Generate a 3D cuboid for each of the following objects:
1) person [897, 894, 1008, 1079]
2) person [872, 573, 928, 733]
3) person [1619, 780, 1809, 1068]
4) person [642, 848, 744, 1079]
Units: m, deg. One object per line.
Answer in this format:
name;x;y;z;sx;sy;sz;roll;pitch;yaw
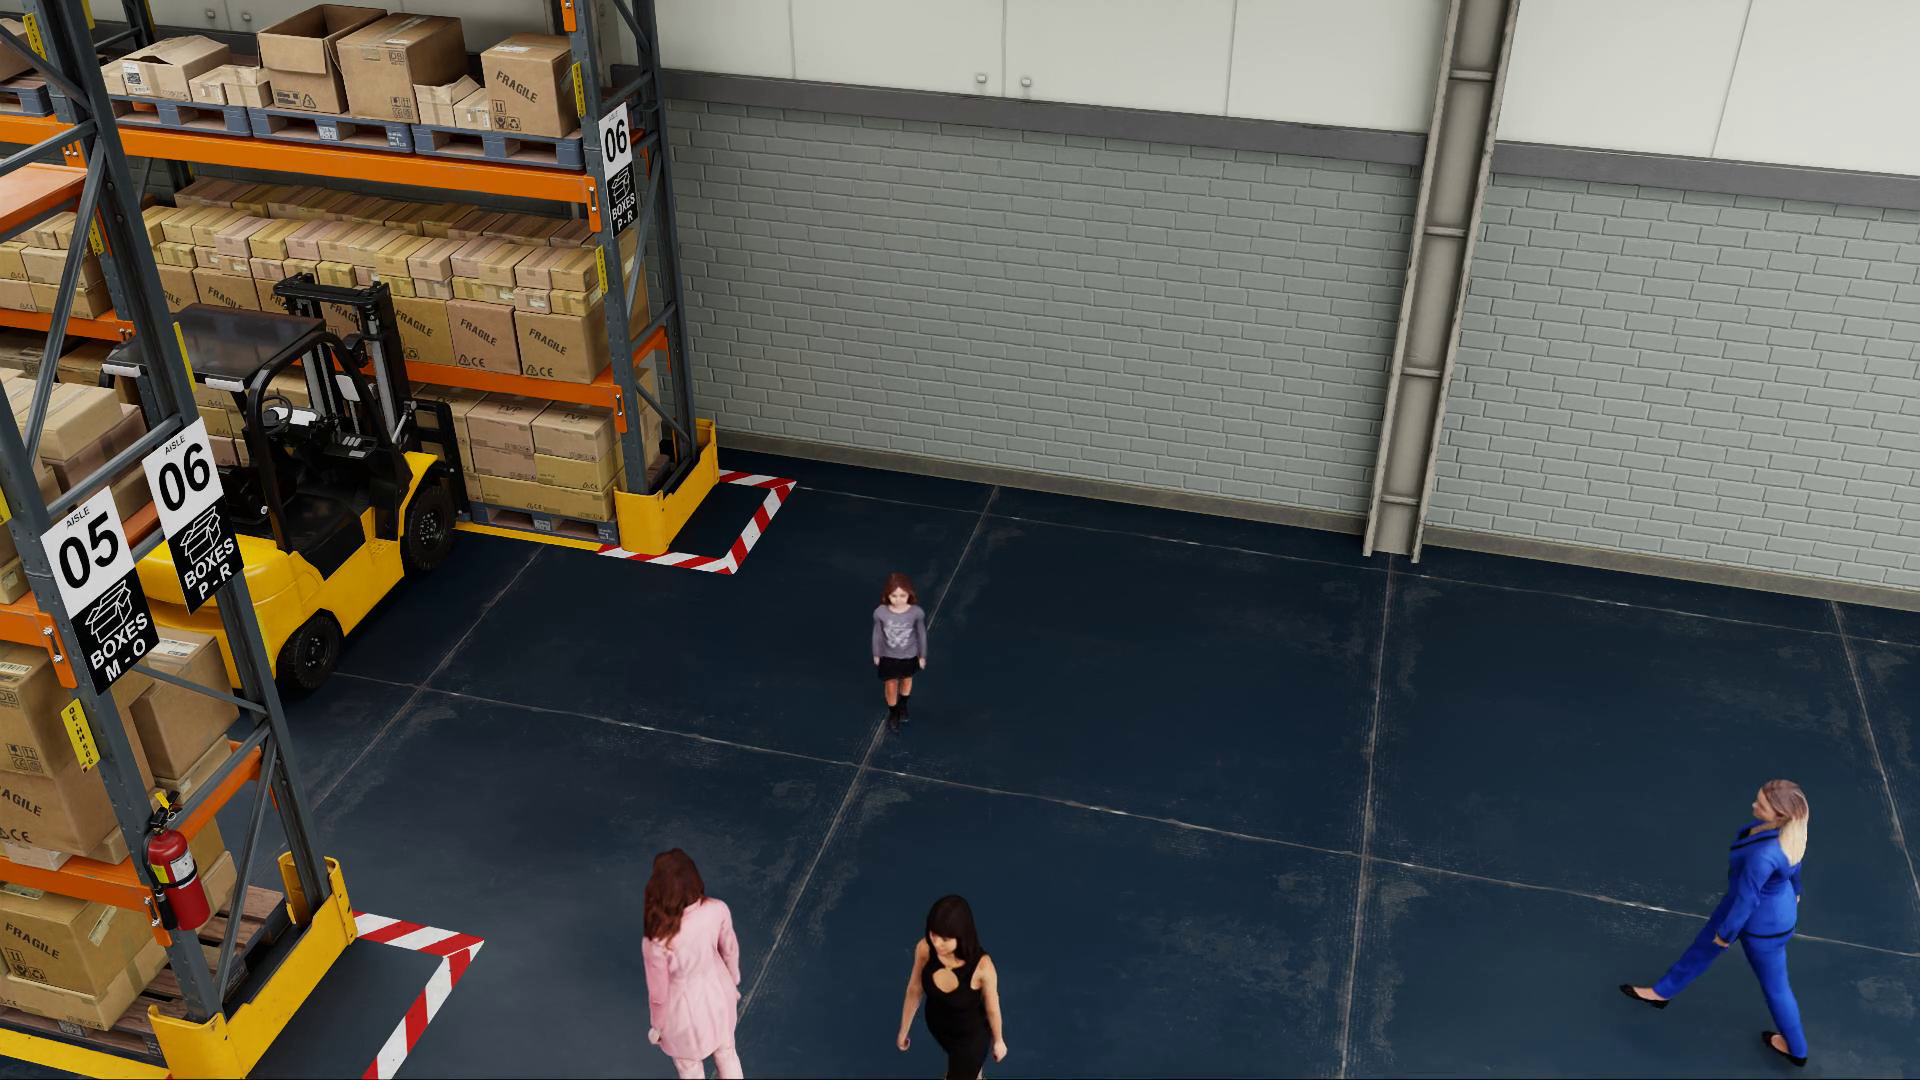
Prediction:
person;0.032;2.150;7.455;1.033;1.610;0.860;18;37;25
person;-0.377;0.639;10.248;0.550;1.098;0.624;-3;33;-5
person;3.887;1.836;7.910;1.205;1.640;0.895;23;40;31
person;-1.168;2.082;7.384;0.689;1.802;0.722;-22;39;-30
